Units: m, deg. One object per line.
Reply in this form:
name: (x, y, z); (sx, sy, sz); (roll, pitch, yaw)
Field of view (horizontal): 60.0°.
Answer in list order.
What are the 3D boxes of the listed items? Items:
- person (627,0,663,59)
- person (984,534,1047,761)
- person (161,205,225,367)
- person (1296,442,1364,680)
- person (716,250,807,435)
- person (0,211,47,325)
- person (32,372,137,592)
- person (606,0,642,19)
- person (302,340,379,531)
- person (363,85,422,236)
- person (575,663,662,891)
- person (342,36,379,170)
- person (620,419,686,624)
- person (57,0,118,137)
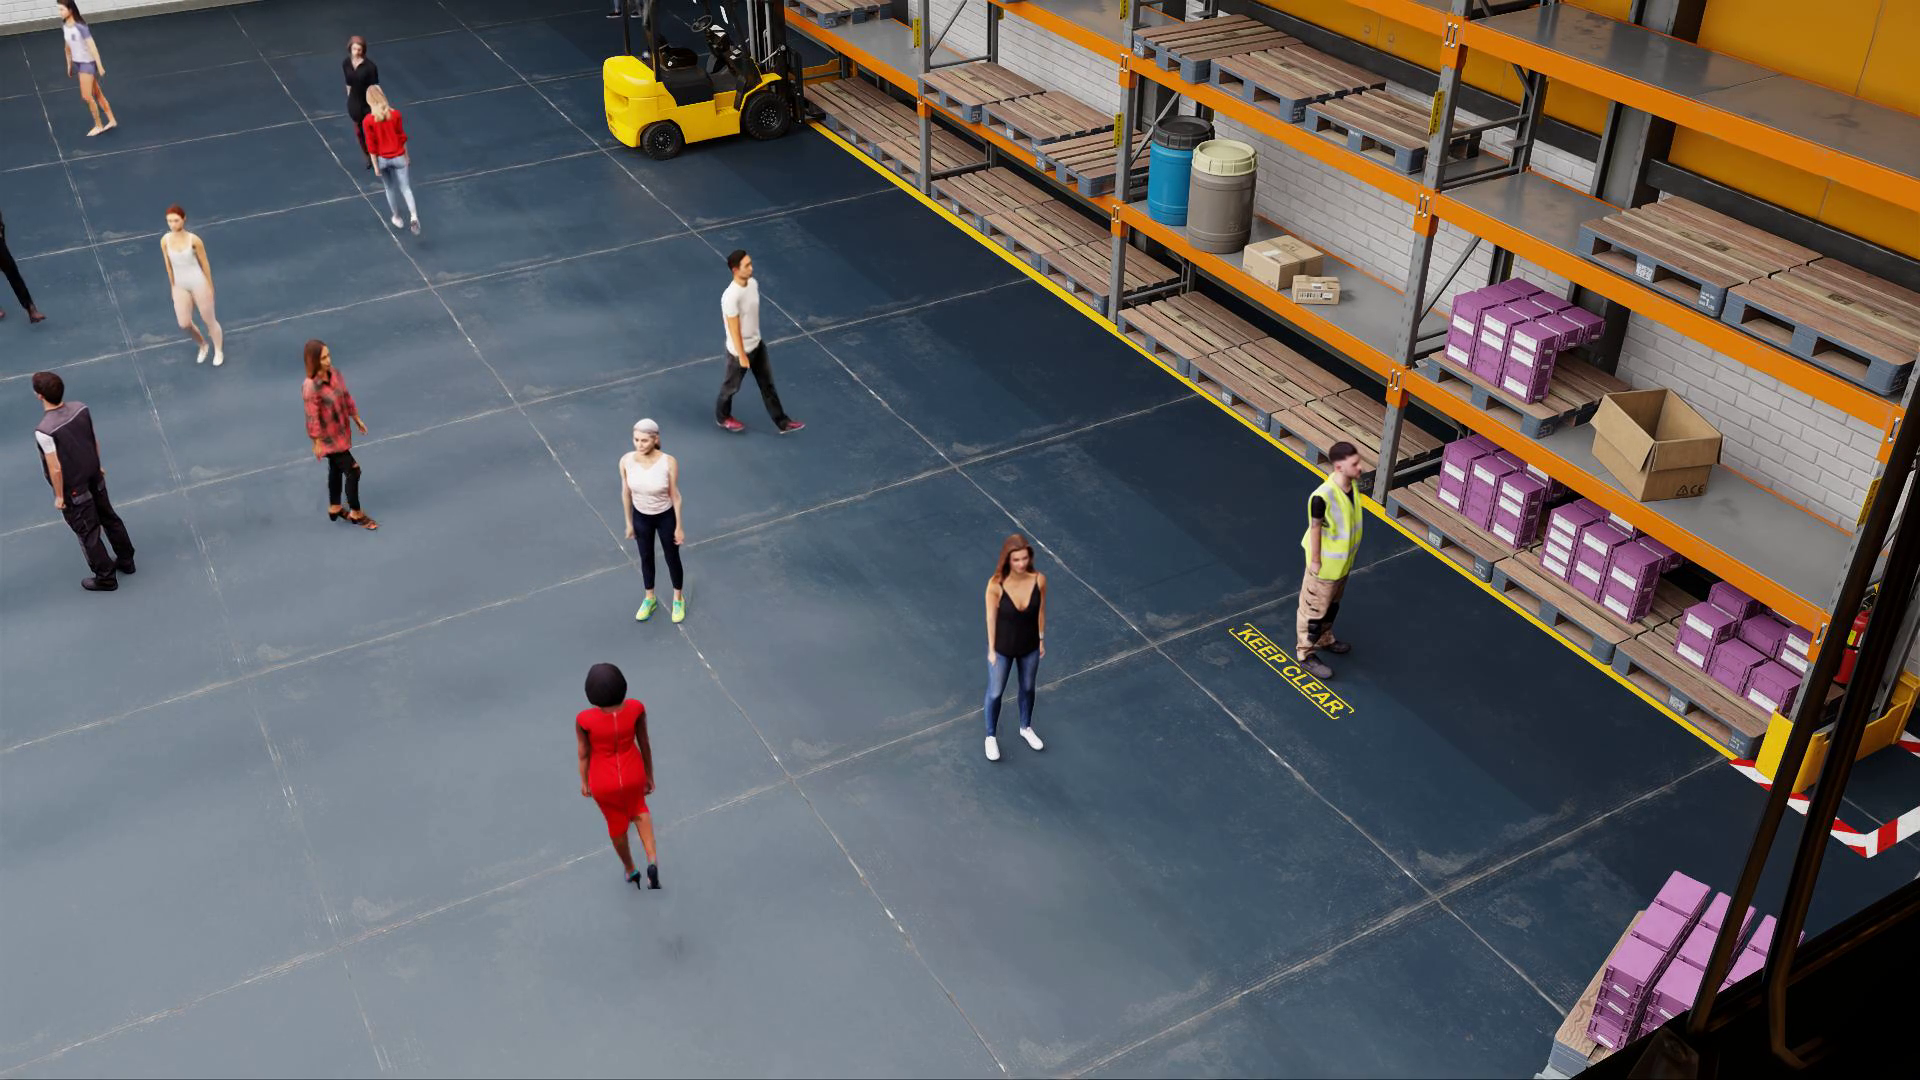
person: (-4.490, -7.854, 23.906); (0.997, 1.766, 1.047); (6, 34, 9)
person: (0.361, 0.691, 11.090); (0.631, 1.723, 0.583); (-11, 35, -16)
person: (-7.309, -2.447, 15.896); (0.661, 1.629, 0.683); (-3, 34, -5)
person: (2.648, 0.104, 11.860); (0.861, 1.848, 0.823); (21, 39, 28)
person: (-1.987, -1.713, 14.671); (1.213, 1.762, 1.070); (14, 36, 20)
person: (-9.801, -2.994, 16.580); (1.267, 1.783, 1.016); (22, 40, 30)
person: (-6.720, -0.458, 12.706); (0.792, 1.849, 0.735); (9, 35, 13)
person: (-5.109, -8.810, 25.449); (0.715, 1.652, 0.816); (-17, 37, -24)
person: (-5.153, -0.853, 13.448); (0.851, 1.685, 0.794); (4, 34, 5)
person: (-6.281, -4.183, 18.455); (0.635, 1.687, 1.014); (-20, 39, -28)
person: (-2.008, 1.482, 9.894); (0.578, 1.729, 0.713); (-16, 37, -22)
person: (-7.201, -5.288, 20.131); (0.754, 1.673, 0.798); (9, 35, 14)
person: (-2.265, -0.160, 12.389); (0.686, 1.702, 0.725); (5, 34, 7)
person: (-11.122, -6.086, 21.292); (0.796, 1.717, 0.836); (18, 38, 25)
